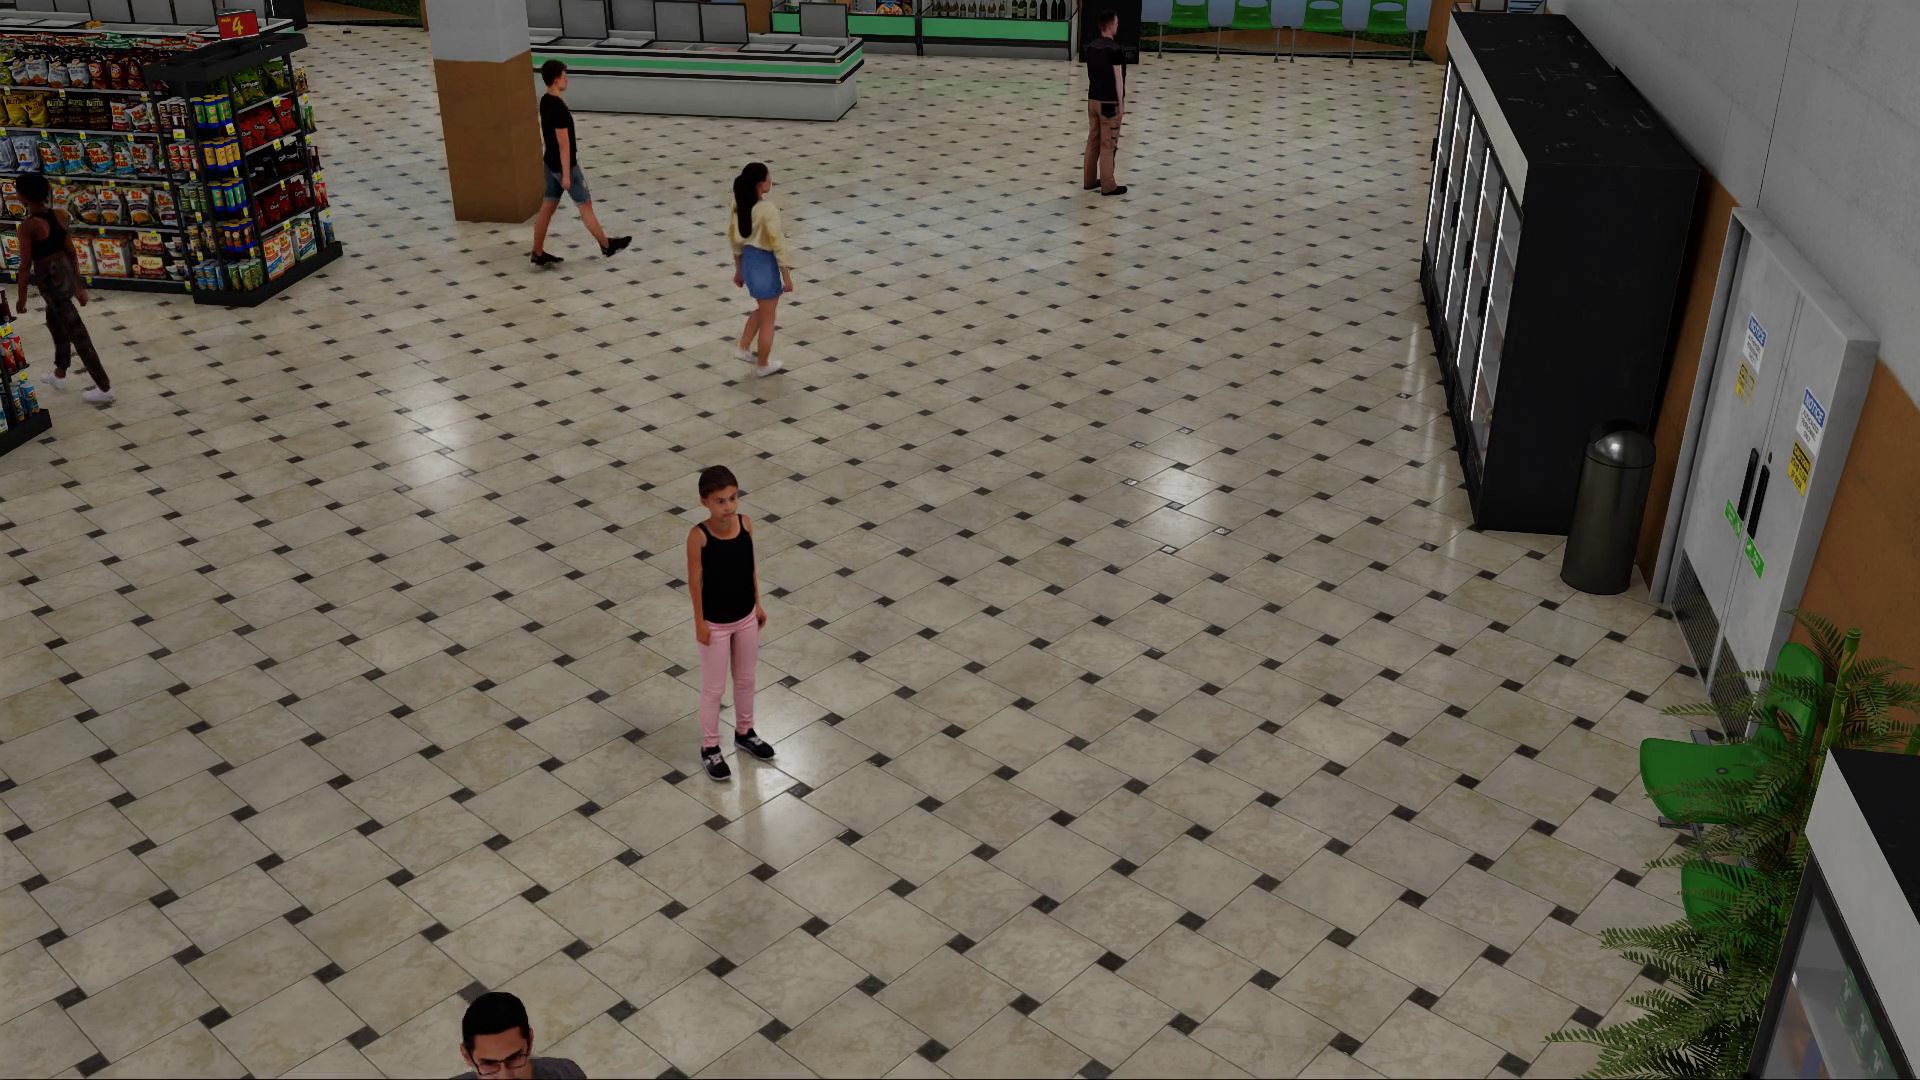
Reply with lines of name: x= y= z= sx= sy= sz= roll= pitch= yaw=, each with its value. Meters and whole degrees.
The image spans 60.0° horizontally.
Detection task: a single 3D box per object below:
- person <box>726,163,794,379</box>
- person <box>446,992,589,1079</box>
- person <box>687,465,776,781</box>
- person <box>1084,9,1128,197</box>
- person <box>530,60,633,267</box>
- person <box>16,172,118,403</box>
person: x=-1.530 y=-1.967 z=12.323 sx=0.750 sy=1.621 sz=0.830 roll=23 pitch=35 yaw=38
person: x=-1.225 y=1.899 z=4.598 sx=1.148 sy=1.713 sz=1.011 roll=-8 pitch=28 yaw=-15
person: x=-1.092 y=0.367 z=7.785 sx=0.619 sy=1.564 sz=0.665 roll=-21 pitch=34 yaw=-35
person: x=1.480 y=-4.501 z=17.076 sx=0.823 sy=1.842 sz=0.769 roll=-17 pitch=31 yaw=-30
person: x=-3.616 y=-3.280 z=14.715 sx=1.251 sy=1.800 sz=1.172 roll=-17 pitch=31 yaw=-29
person: x=-6.353 y=-1.764 z=11.868 sx=0.946 sy=1.671 sz=0.611 roll=5 pitch=27 yaw=10
